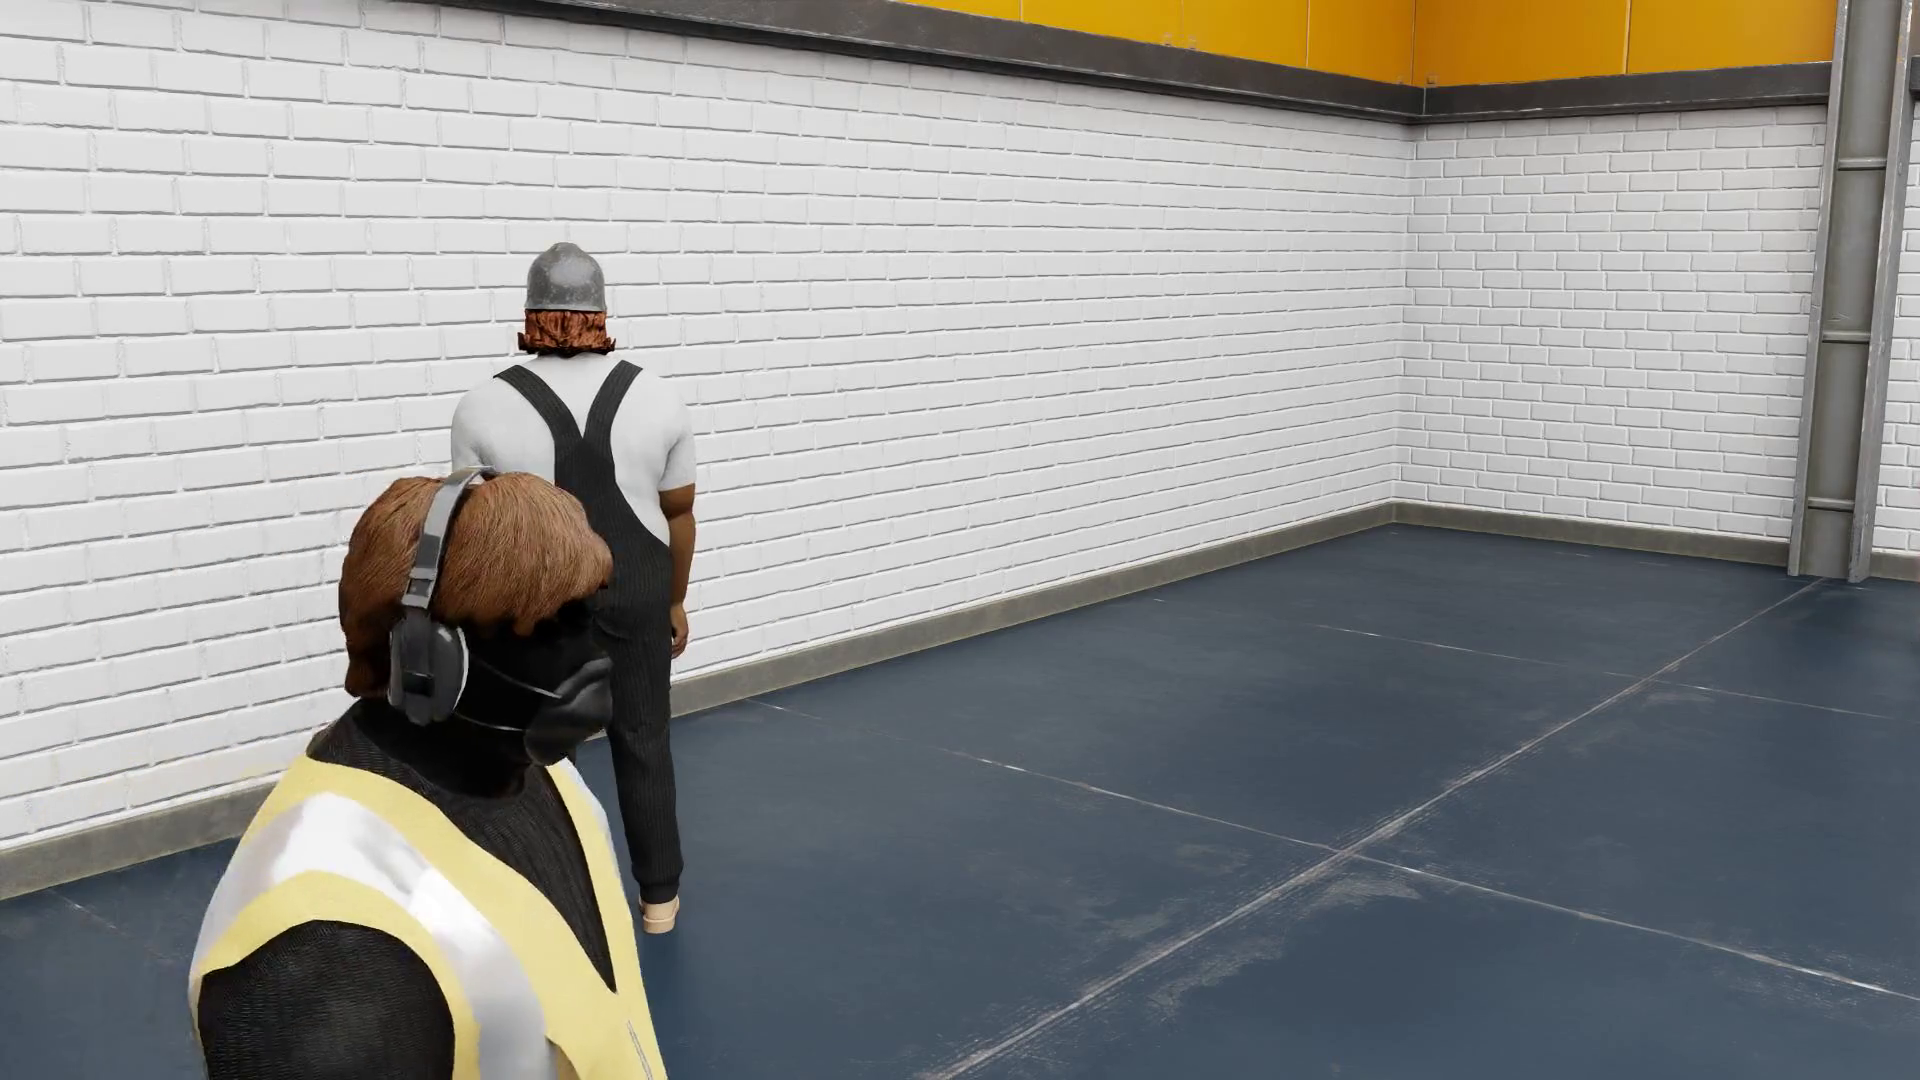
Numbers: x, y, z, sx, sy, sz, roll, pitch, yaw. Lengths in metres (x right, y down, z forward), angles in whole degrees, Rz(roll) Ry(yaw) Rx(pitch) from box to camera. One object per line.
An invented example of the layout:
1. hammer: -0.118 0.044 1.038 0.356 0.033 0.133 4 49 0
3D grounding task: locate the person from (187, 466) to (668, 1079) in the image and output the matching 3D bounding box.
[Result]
1. person: -0.424 0.832 1.672 0.654 1.817 0.657 0 10 2

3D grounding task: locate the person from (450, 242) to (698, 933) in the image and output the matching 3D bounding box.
1. person: -1.118 0.165 4.842 0.676 2.000 0.536 -4 11 -21
